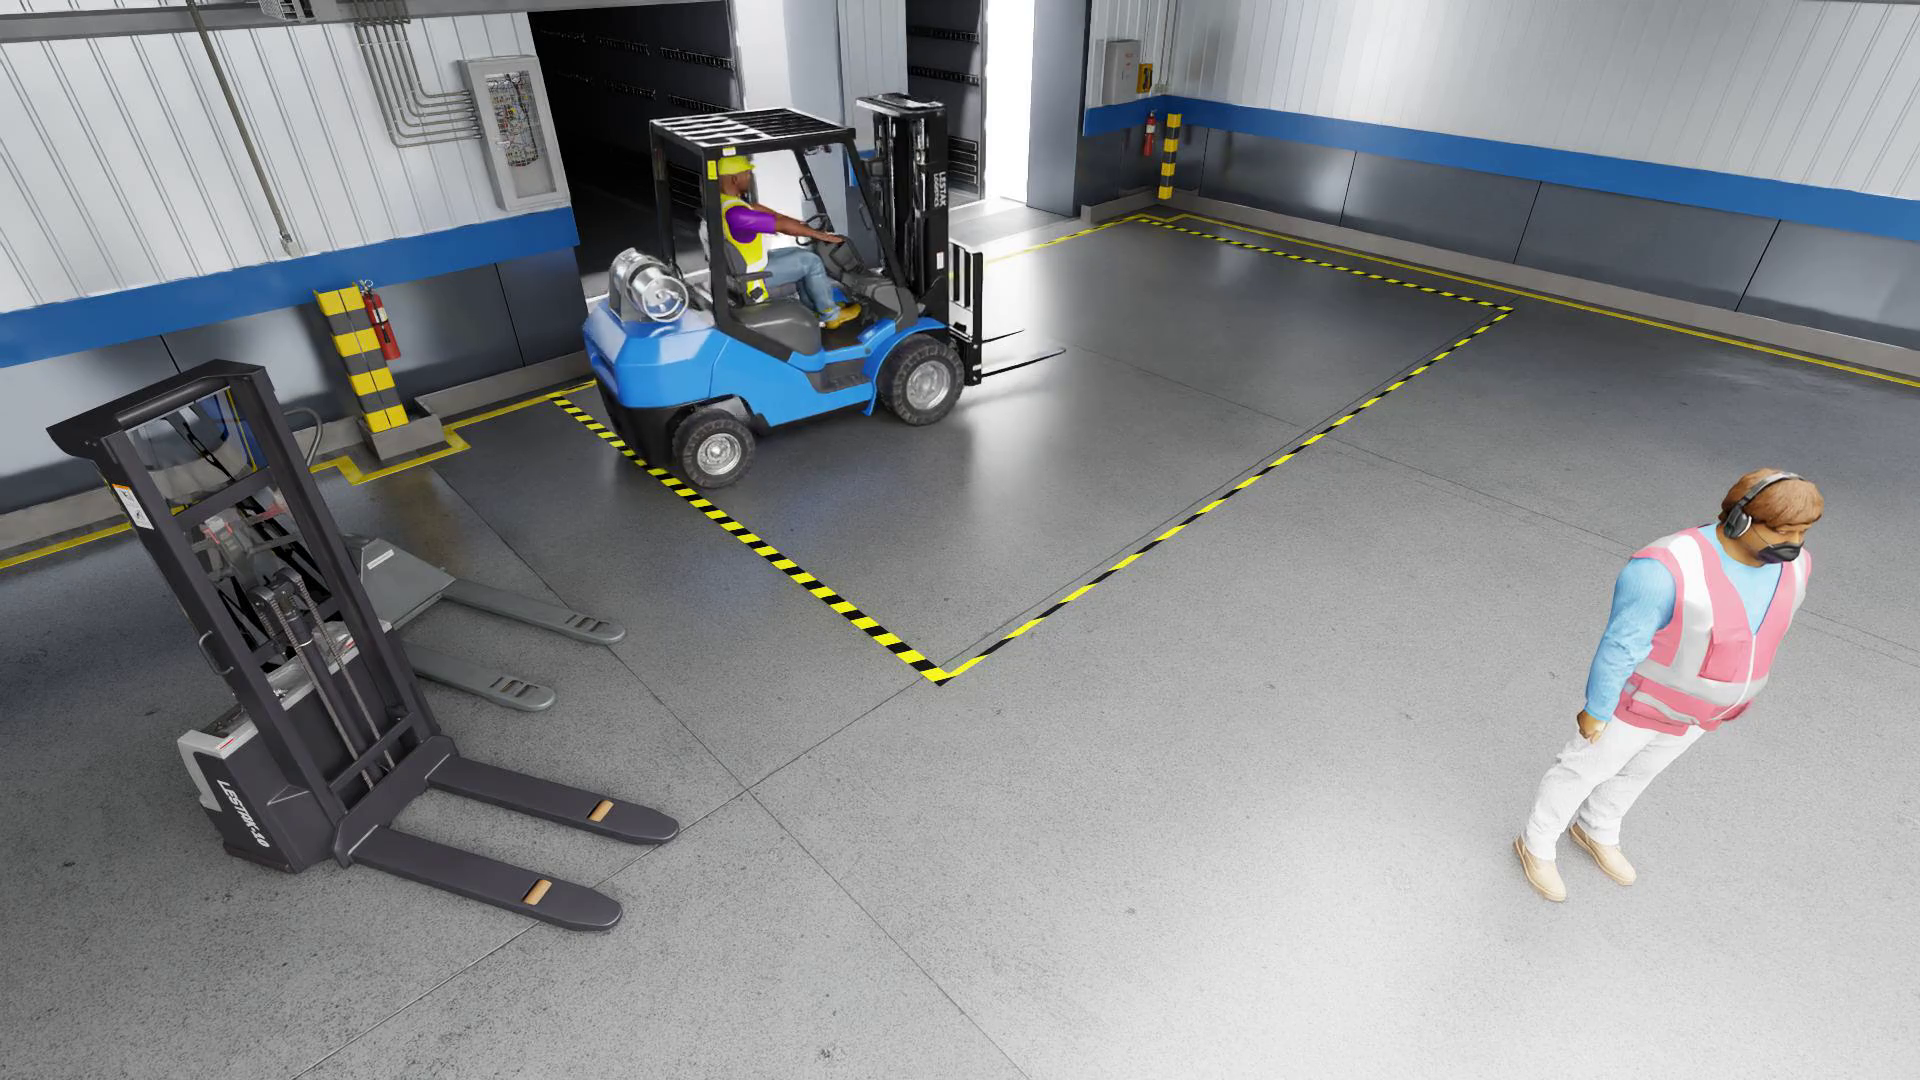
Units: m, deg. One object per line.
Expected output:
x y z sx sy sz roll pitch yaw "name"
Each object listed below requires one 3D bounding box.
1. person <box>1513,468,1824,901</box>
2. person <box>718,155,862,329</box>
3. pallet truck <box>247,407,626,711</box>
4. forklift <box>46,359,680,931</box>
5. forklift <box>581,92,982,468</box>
2.509 0.569 3.276 0.625 1.844 0.429 -6 35 -9 "person"
-1.196 -2.059 6.353 1.004 1.294 0.635 -20 39 -27 "person"
-2.628 0.038 4.590 1.601 1.201 0.680 12 36 18 "pallet truck"
-2.135 0.422 3.354 1.885 1.965 0.823 10 35 14 "forklift"
-1.250 -1.889 6.436 2.680 2.036 1.157 -20 39 -27 "forklift"
